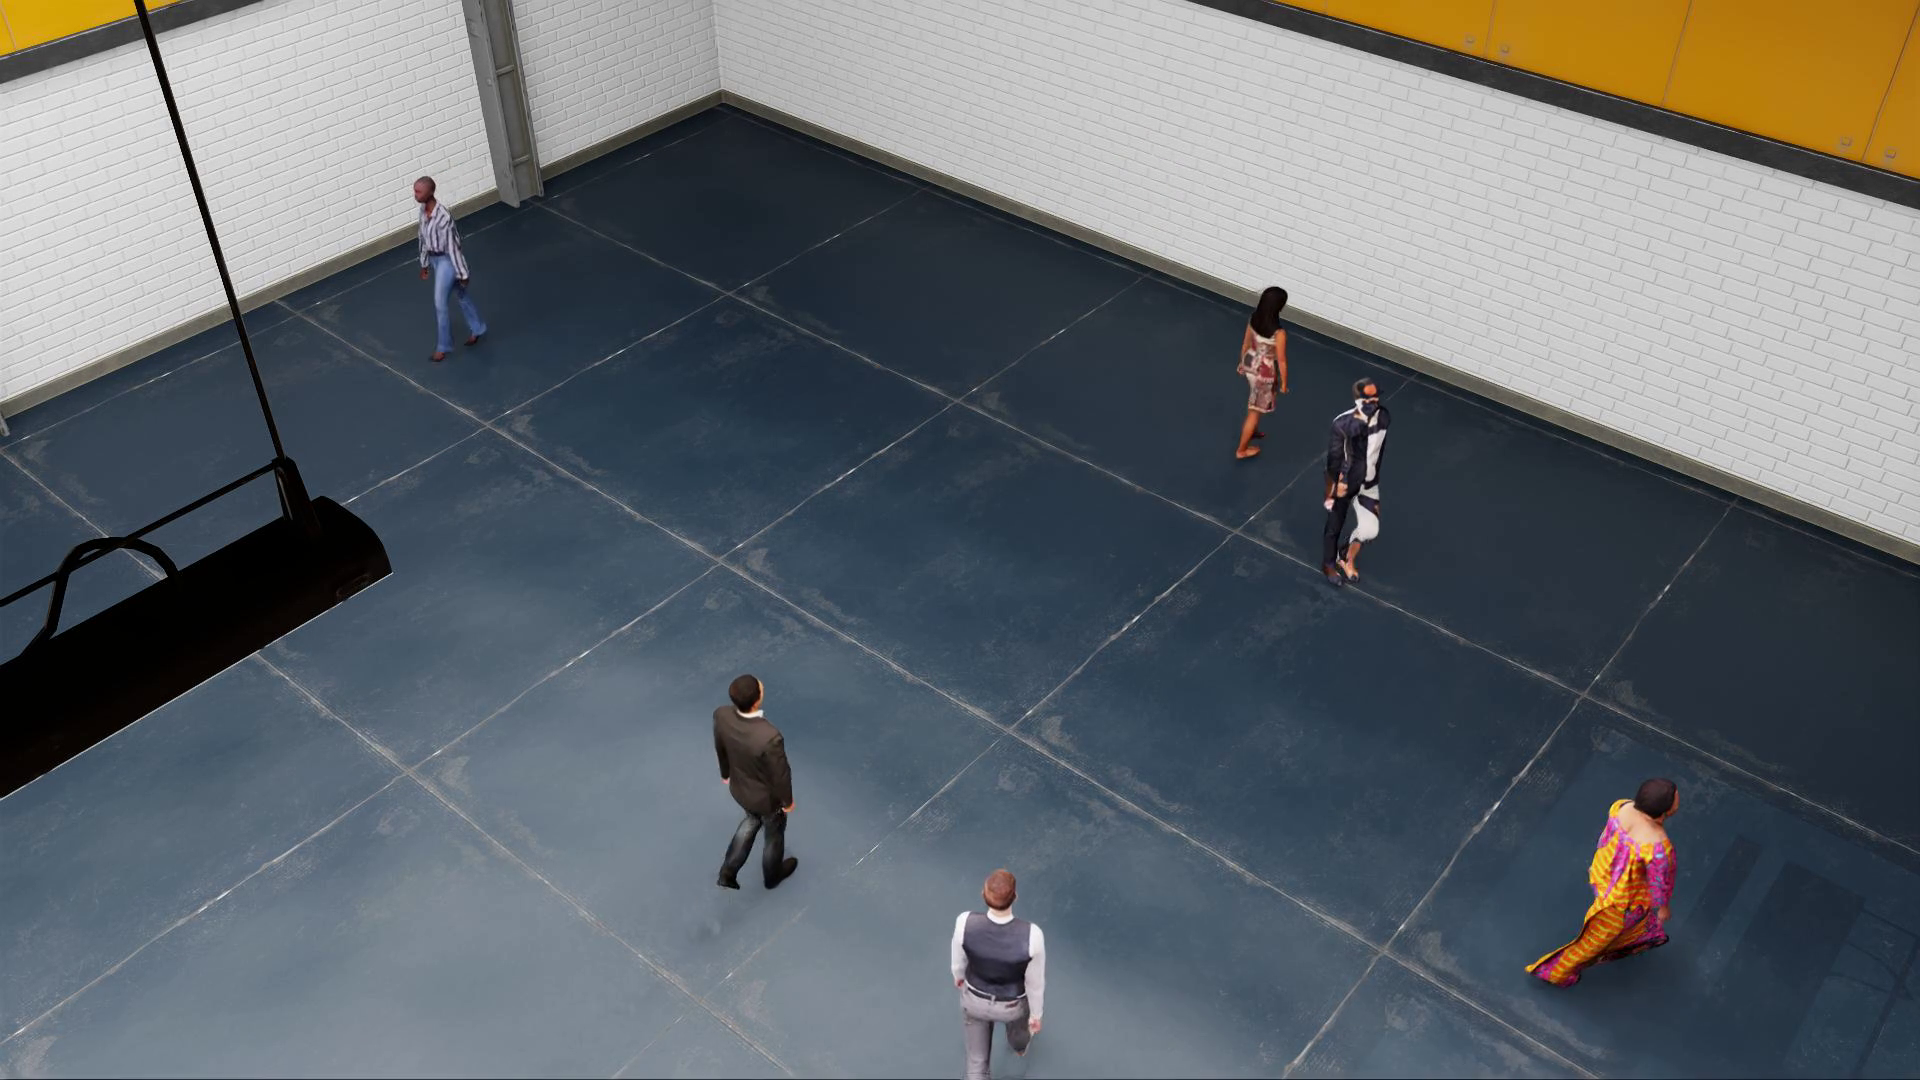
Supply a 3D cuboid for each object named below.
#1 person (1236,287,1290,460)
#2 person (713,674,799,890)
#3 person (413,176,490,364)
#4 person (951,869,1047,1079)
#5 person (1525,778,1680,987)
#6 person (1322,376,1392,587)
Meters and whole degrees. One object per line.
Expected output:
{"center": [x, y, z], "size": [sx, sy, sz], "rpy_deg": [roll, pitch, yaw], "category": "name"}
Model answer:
{"center": [2.469, -1.384, 14.026], "size": [0.765, 1.633, 0.757], "rpy_deg": [-21, 43, -24], "category": "person"}
{"center": [-1.297, 1.561, 10.211], "size": [0.701, 1.791, 0.827], "rpy_deg": [25, 45, 28], "category": "person"}
{"center": [-4.667, -2.555, 15.386], "size": [0.930, 1.765, 0.706], "rpy_deg": [-30, 48, -32], "category": "person"}
{"center": [0.176, 2.520, 8.915], "size": [1.008, 1.910, 1.182], "rpy_deg": [7, 39, 9], "category": "person"}
{"center": [3.838, 2.030, 9.741], "size": [1.230, 1.645, 1.147], "rpy_deg": [-5, 39, -6], "category": "person"}
{"center": [2.947, -0.475, 12.691], "size": [0.785, 1.877, 0.878], "rpy_deg": [-11, 40, -14], "category": "person"}
